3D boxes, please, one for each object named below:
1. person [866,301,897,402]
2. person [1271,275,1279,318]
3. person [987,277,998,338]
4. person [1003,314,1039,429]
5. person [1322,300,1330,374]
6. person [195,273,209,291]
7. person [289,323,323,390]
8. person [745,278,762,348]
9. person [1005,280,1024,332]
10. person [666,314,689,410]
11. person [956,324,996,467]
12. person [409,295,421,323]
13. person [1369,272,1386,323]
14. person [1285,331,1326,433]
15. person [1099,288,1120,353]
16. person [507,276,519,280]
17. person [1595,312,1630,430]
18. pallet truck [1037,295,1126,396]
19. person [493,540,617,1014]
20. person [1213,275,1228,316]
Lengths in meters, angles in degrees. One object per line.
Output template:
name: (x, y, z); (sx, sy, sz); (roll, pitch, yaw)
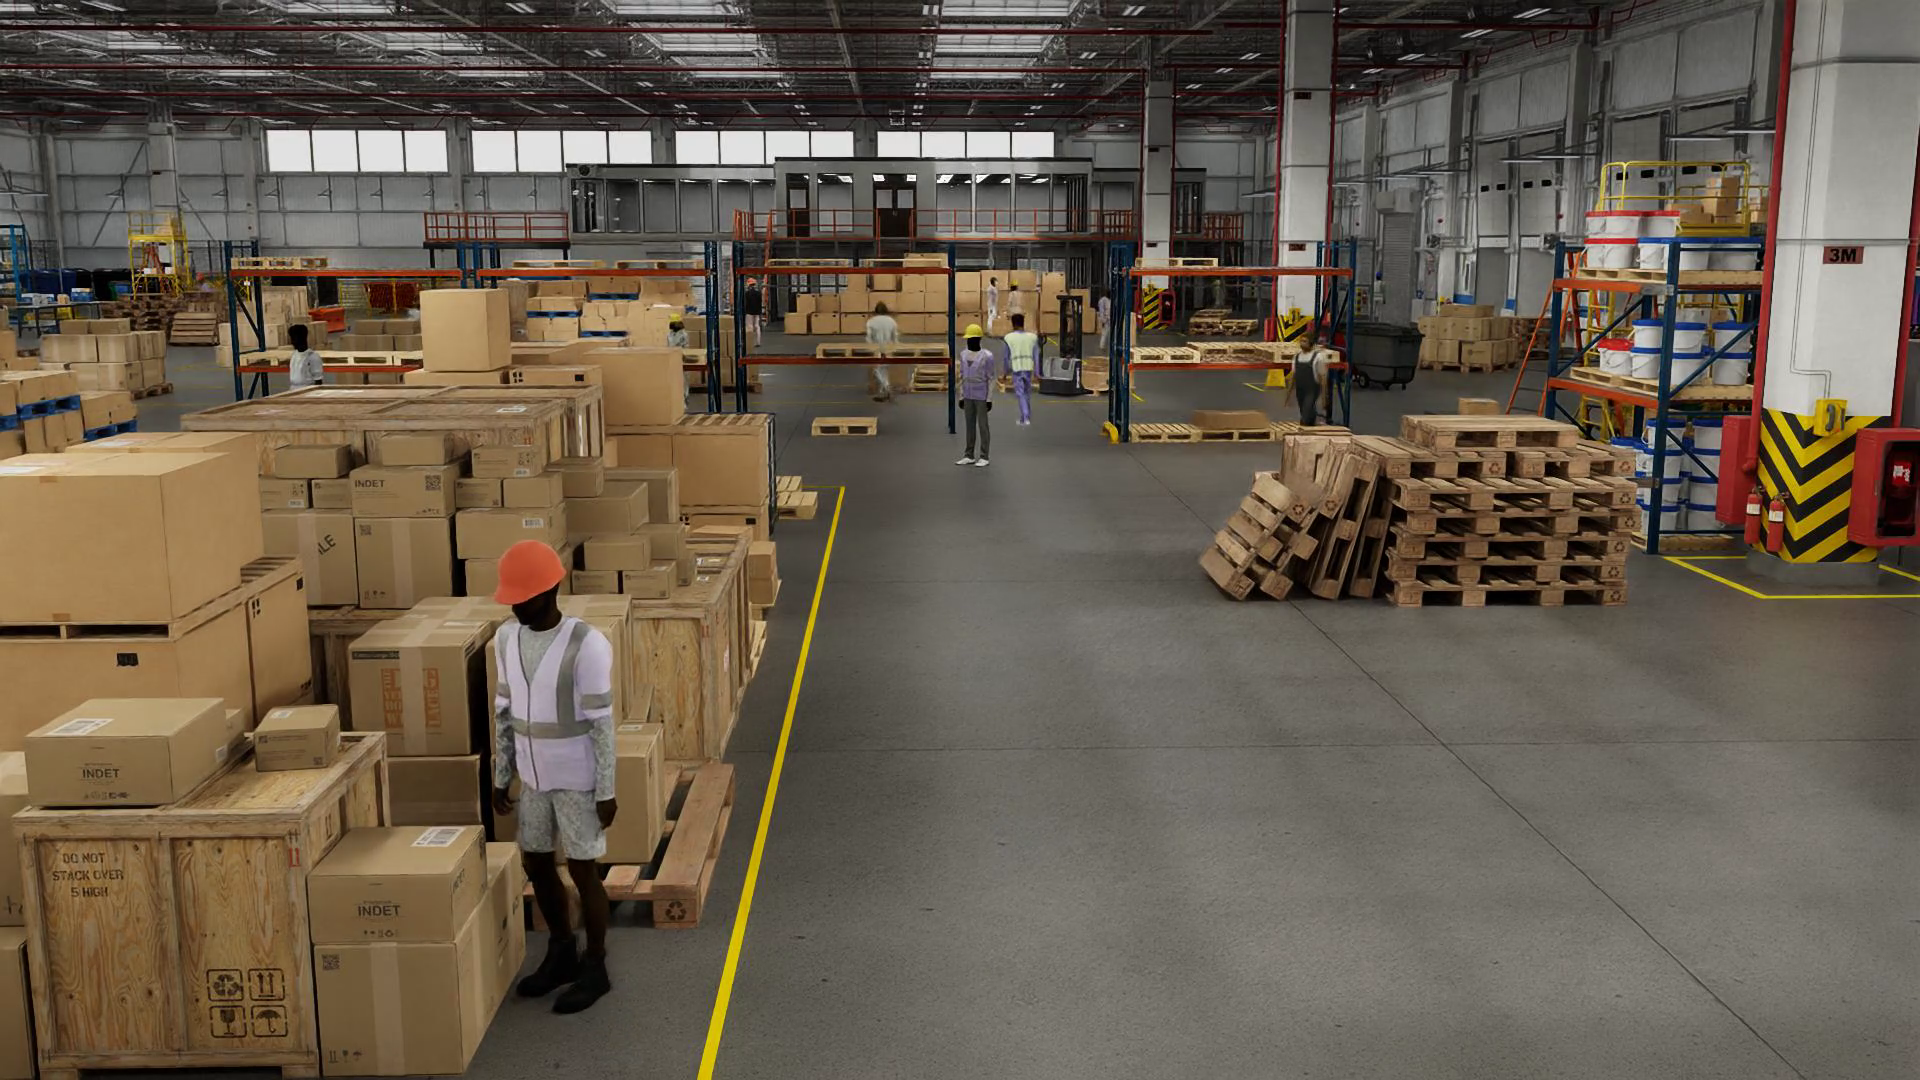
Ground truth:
person: (-1.460, -3.535, 31.344); (0.641, 1.926, 0.669); (-7, 12, -33)
person: (11.446, -8.761, 60.409); (0.375, 1.939, 0.546); (4, 11, 19)
person: (1.040, -7.298, 52.260); (0.370, 1.940, 0.630); (3, 11, 15)
person: (1.008, -2.747, 27.134); (0.590, 1.874, 0.924); (-5, 11, -24)
person: (8.357, -4.656, 38.213); (0.529, 1.697, 0.321); (0, 10, -2)
person: (-25.441, -8.002, 56.031); (0.622, 2.003, 1.026); (7, 12, 33)
person: (-8.647, -1.873, 21.965); (0.604, 1.965, 0.367); (7, 12, 34)
person: (-5.928, -6.454, 47.403); (0.619, 1.992, 0.396); (-9, 14, -41)
person: (1.596, -6.685, 48.924); (0.507, 1.909, 0.585); (8, 13, 37)
person: (-5.120, -3.212, 30.070); (0.483, 1.734, 0.317); (5, 11, 28)
person: (0.210, -1.952, 22.508); (0.588, 1.928, 0.384); (9, 14, 41)
person: (-12.196, -4.624, 37.637); (0.521, 1.845, 0.786); (-8, 13, -38)
person: (14.991, -8.637, 59.695); (0.602, 1.949, 0.388); (7, 12, 33)
person: (4.836, -2.021, 23.282); (0.987, 1.791, 0.538); (-9, 13, -40)
person: (4.061, -5.980, 45.317); (0.638, 1.804, 0.737); (-2, 10, -11)
person: (-17.983, -9.903, 66.934); (0.575, 1.882, 0.355); (2, 10, 12)
person: (10.601, -2.697, 26.665); (0.607, 1.921, 0.551); (2, 10, 13)
pallet truck: (2.483, -3.881, 33.060); (1.885, 1.965, 0.823); (-7, 13, -36)
person: (-1.607, 0.929, 6.522); (0.552, 1.913, 0.436); (5, 12, 28)
person: (10.049, -9.375, 64.139); (0.625, 1.830, 0.430); (10, 14, 44)
